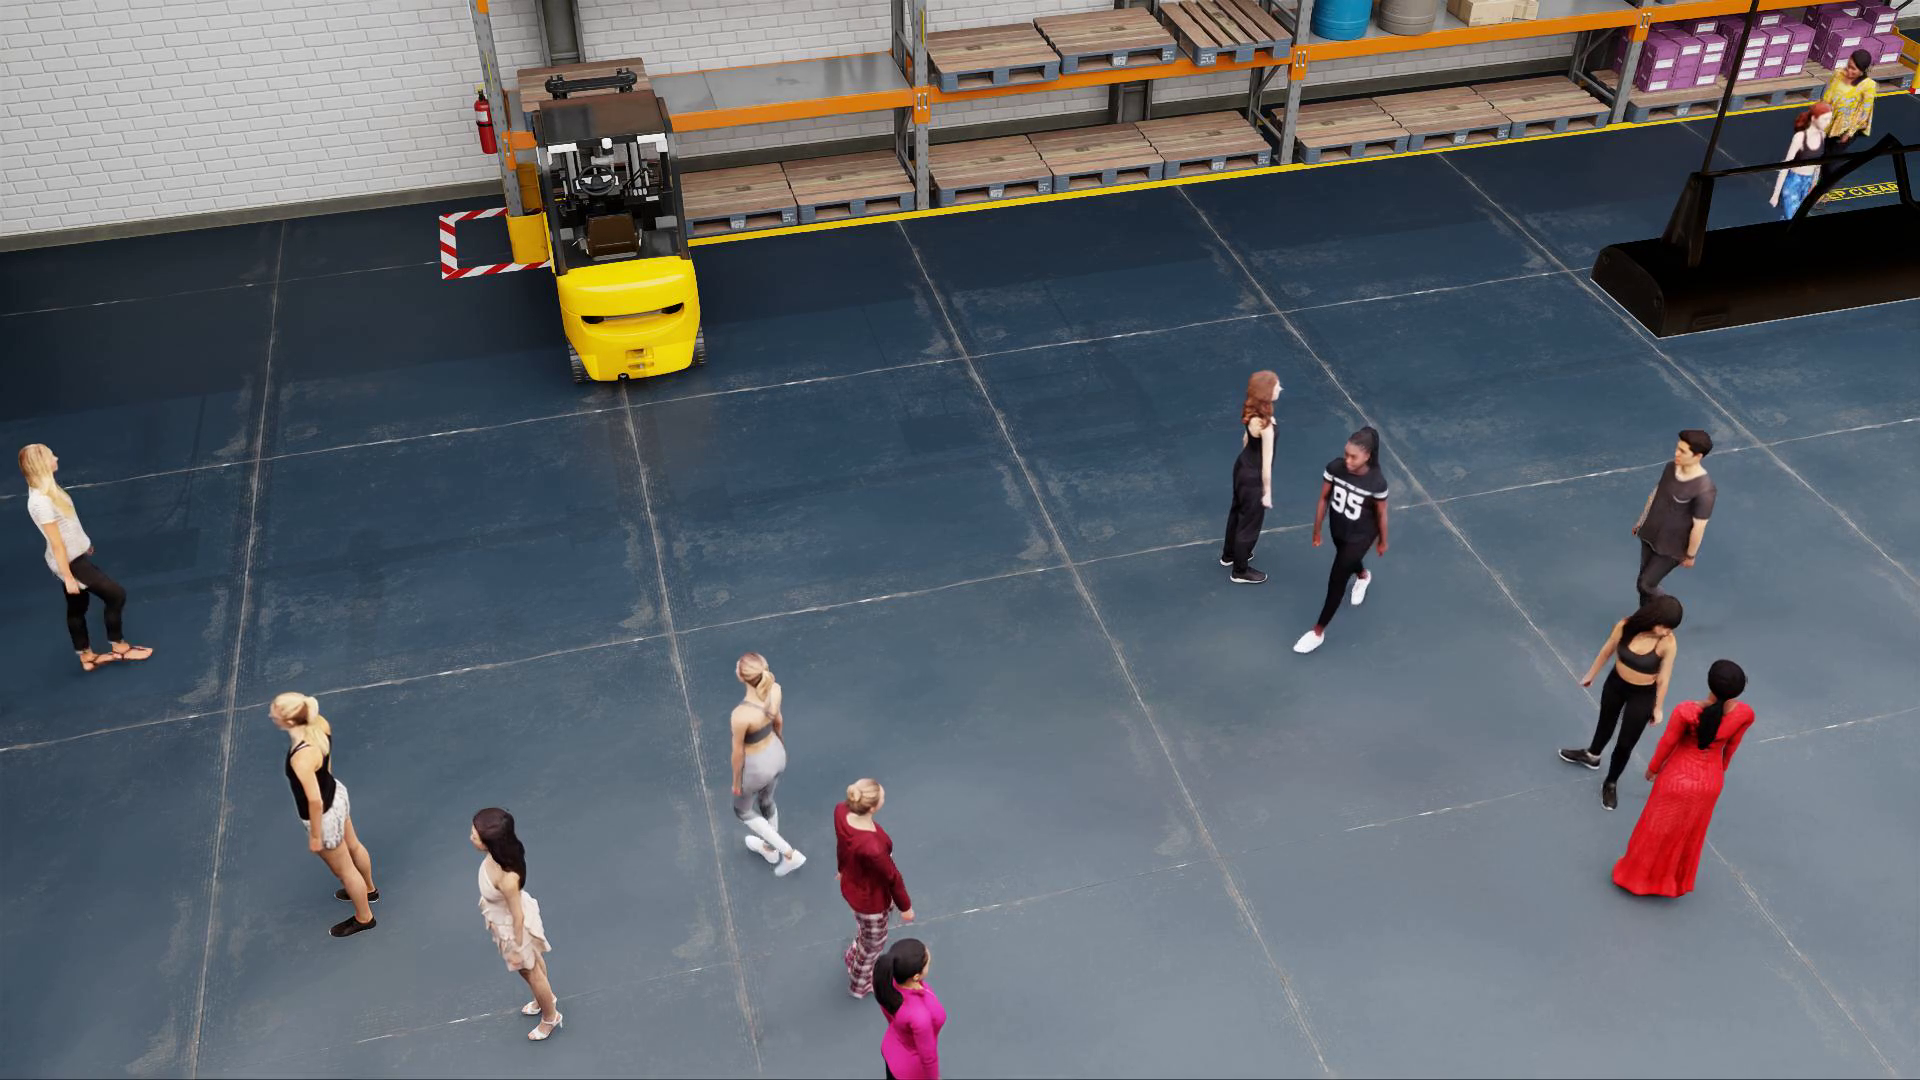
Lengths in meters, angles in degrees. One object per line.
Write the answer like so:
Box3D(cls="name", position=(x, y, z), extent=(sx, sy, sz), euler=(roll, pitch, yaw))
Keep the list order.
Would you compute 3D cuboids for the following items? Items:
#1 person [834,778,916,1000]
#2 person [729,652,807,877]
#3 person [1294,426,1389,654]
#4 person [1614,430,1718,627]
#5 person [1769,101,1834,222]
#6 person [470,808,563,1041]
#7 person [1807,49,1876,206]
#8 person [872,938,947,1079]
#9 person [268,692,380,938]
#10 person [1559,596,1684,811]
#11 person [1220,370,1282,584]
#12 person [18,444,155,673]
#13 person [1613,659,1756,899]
Box3D(cls="person", position=(-0.563, 1.928, 8.991), extent=(0.696, 1.689, 0.698), euler=(-20, 43, -24))
Box3D(cls="person", position=(-1.112, 1.356, 9.707), extent=(0.867, 1.691, 0.827), euler=(25, 45, 28))
Box3D(cls="person", position=(2.742, -0.073, 11.501), extent=(1.077, 1.684, 1.307), euler=(30, 47, 32))
Box3D(cls="person", position=(4.937, -0.045, 11.449), extent=(0.632, 1.705, 0.647), euler=(-6, 39, -7))
Box3D(cls="person", position=(7.649, -3.239, 15.401), extent=(0.675, 1.775, 0.722), euler=(-22, 44, -25))
Box3D(cls="person", position=(-2.342, 2.038, 8.816), extent=(0.540, 1.736, 0.594), euler=(-13, 40, -16))
Box3D(cls="person", position=(8.792, -4.118, 16.603), extent=(0.839, 1.637, 0.799), euler=(-16, 41, -19))
Box3D(cls="person", position=(-0.262, 2.556, 8.204), extent=(0.637, 1.700, 0.638), euler=(-19, 42, -22))
Box3D(cls="person", position=(-3.579, 1.512, 9.389), extent=(0.592, 1.844, 0.628), euler=(-4, 39, -5))
Box3D(cls="person", position=(4.173, 0.916, 10.308), extent=(0.705, 1.627, 0.767), euler=(-19, 42, -22))
Box3D(cls="person", position=(2.088, -0.469, 11.947), extent=(0.547, 1.747, 0.601), euler=(-6, 39, -7))
Box3D(cls="person", position=(-6.024, 0.188, 11.074), extent=(0.791, 1.809, 0.755), euler=(-23, 44, -26))
Box3D(cls="person", position=(4.197, 1.395, 9.589), extent=(0.635, 1.787, 0.760), euler=(0, 39, 0))
